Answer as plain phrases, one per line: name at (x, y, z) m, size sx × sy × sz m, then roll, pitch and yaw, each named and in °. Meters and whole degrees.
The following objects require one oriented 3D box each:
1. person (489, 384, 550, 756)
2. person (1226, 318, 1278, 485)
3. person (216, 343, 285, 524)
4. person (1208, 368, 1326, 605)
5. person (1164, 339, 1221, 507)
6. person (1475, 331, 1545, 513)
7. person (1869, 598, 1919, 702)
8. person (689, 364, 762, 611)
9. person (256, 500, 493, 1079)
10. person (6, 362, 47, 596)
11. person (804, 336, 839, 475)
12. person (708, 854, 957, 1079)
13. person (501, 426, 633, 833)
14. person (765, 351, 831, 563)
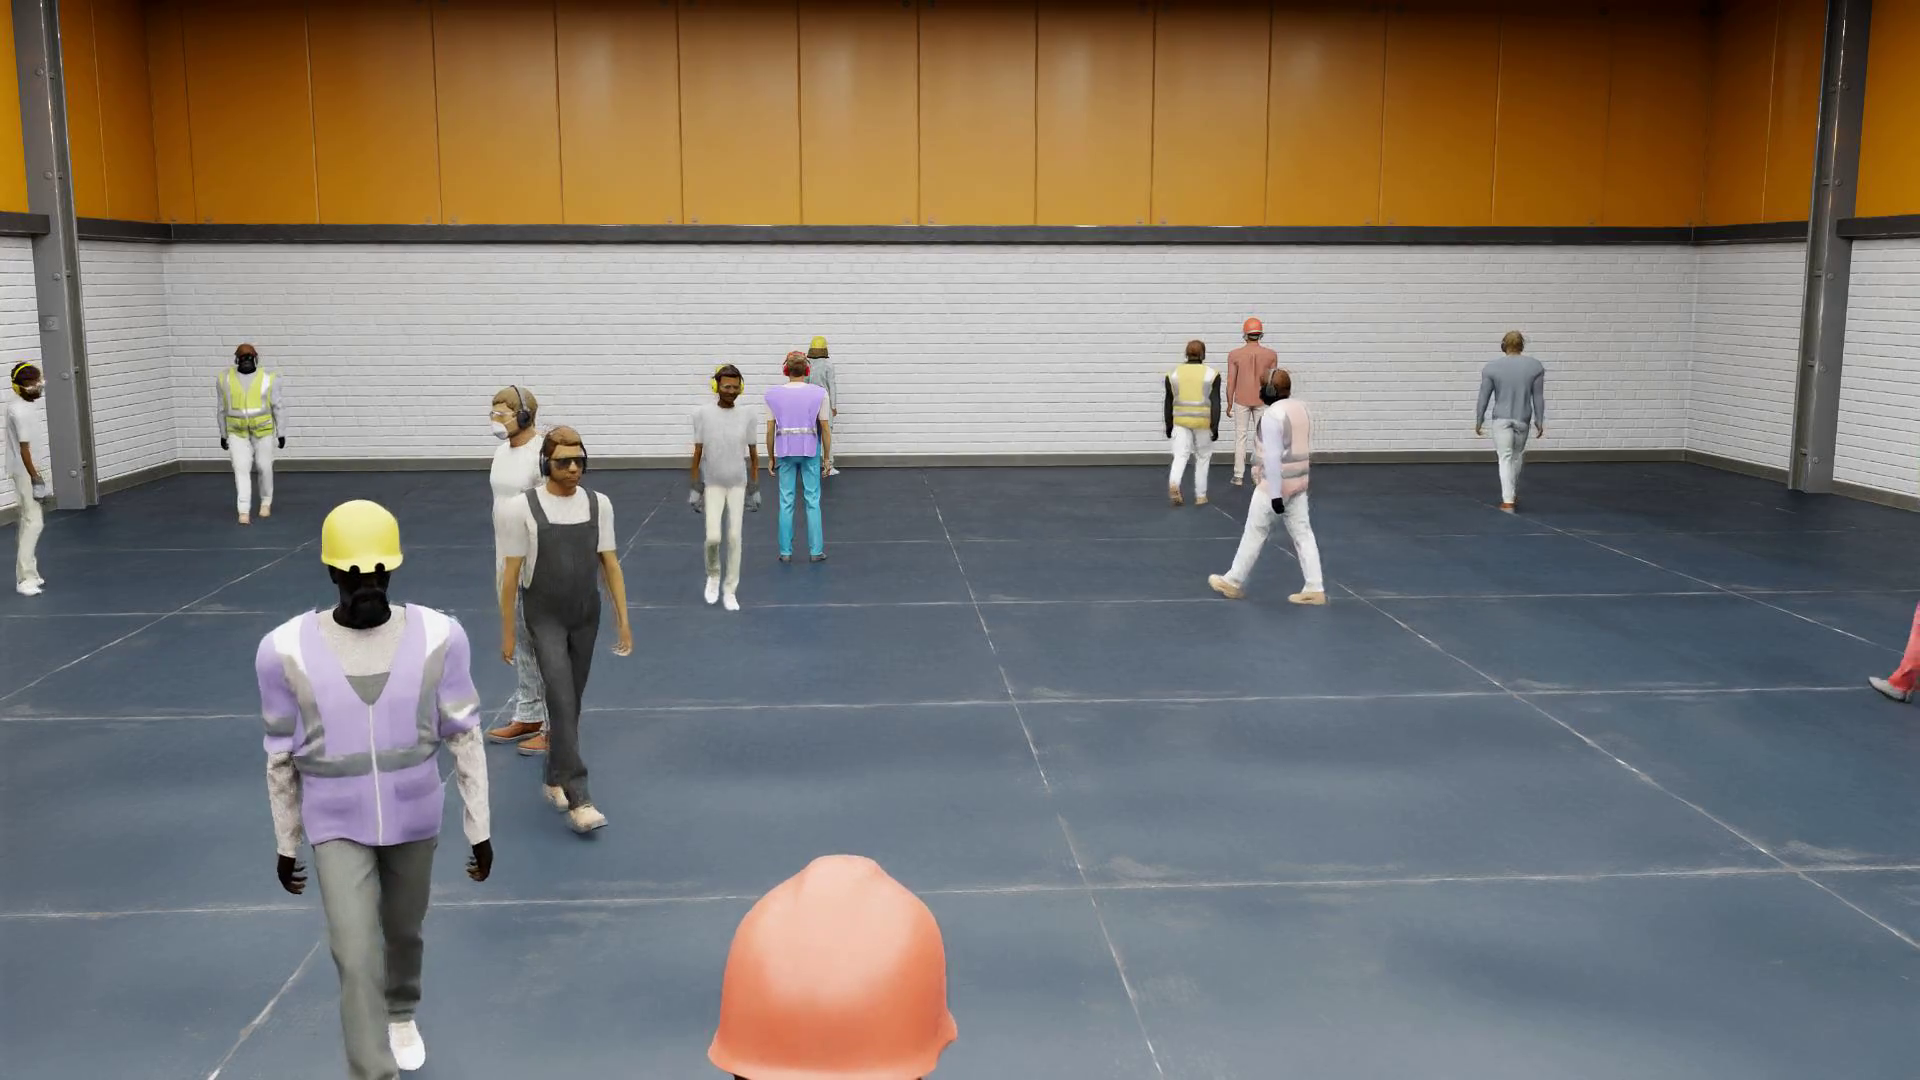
person at (-2.265, 0.152, 8.725) m, size 0.355 × 1.936 × 0.635 m, roll -8°, pitch 12°, yaw -41°
person at (3.477, -1.646, 19.831) m, size 0.620 × 1.997 × 0.372 m, roll 0°, pitch 9°, yaw 1°
person at (-7.233, -1.100, 16.980) m, size 0.642 × 1.819 × 0.782 m, roll -3°, pitch 10°, yaw -18°
person at (2.405, -0.410, 12.710) m, size 0.942 × 1.796 × 0.633 m, roll 8°, pitch 12°, yaw 40°
person at (2.498, -1.256, 17.954) m, size 0.632 × 1.820 × 0.801 m, roll 4°, pitch 10°, yaw 22°
person at (5.853, -1.277, 17.804) m, size 0.664 × 1.897 × 0.945 m, roll 1°, pitch 9°, yaw 5°
person at (5.657, 0.159, 9.392) m, size 0.525 × 1.716 × 0.953 m, roll -2°, pitch 9°, yaw -12°
person at (-1.737, -0.385, 12.376) m, size 0.539 × 1.848 × 0.396 m, roll -3°, pitch 9°, yaw -17°
person at (-1.717, 0.795, 4.902) m, size 0.608 × 1.879 × 0.999 m, roll -4°, pitch 10°, yaw -26°
person at (-7.353, -0.498, 13.170) m, size 0.336 × 1.833 × 0.678 m, roll -4°, pitch 10°, yaw -26°
person at (-1.761, -1.682, 20.849) m, size 0.483 × 1.745 × 0.299 m, roll 3°, pitch 10°, yaw 20°
person at (-0.121, 1.271, 1.712) m, size 0.551 × 1.932 × 0.378 m, roll 1°, pitch 9°, yaw 4°
person at (-1.729, 0.403, 7.520) m, size 0.546 × 1.814 × 0.837 m, roll -7°, pitch 12°, yaw -39°
person at (-1.403, -0.712, 14.425) m, size 0.564 × 1.849 × 0.390 m, roll 0°, pitch 9°, yaw 0°
